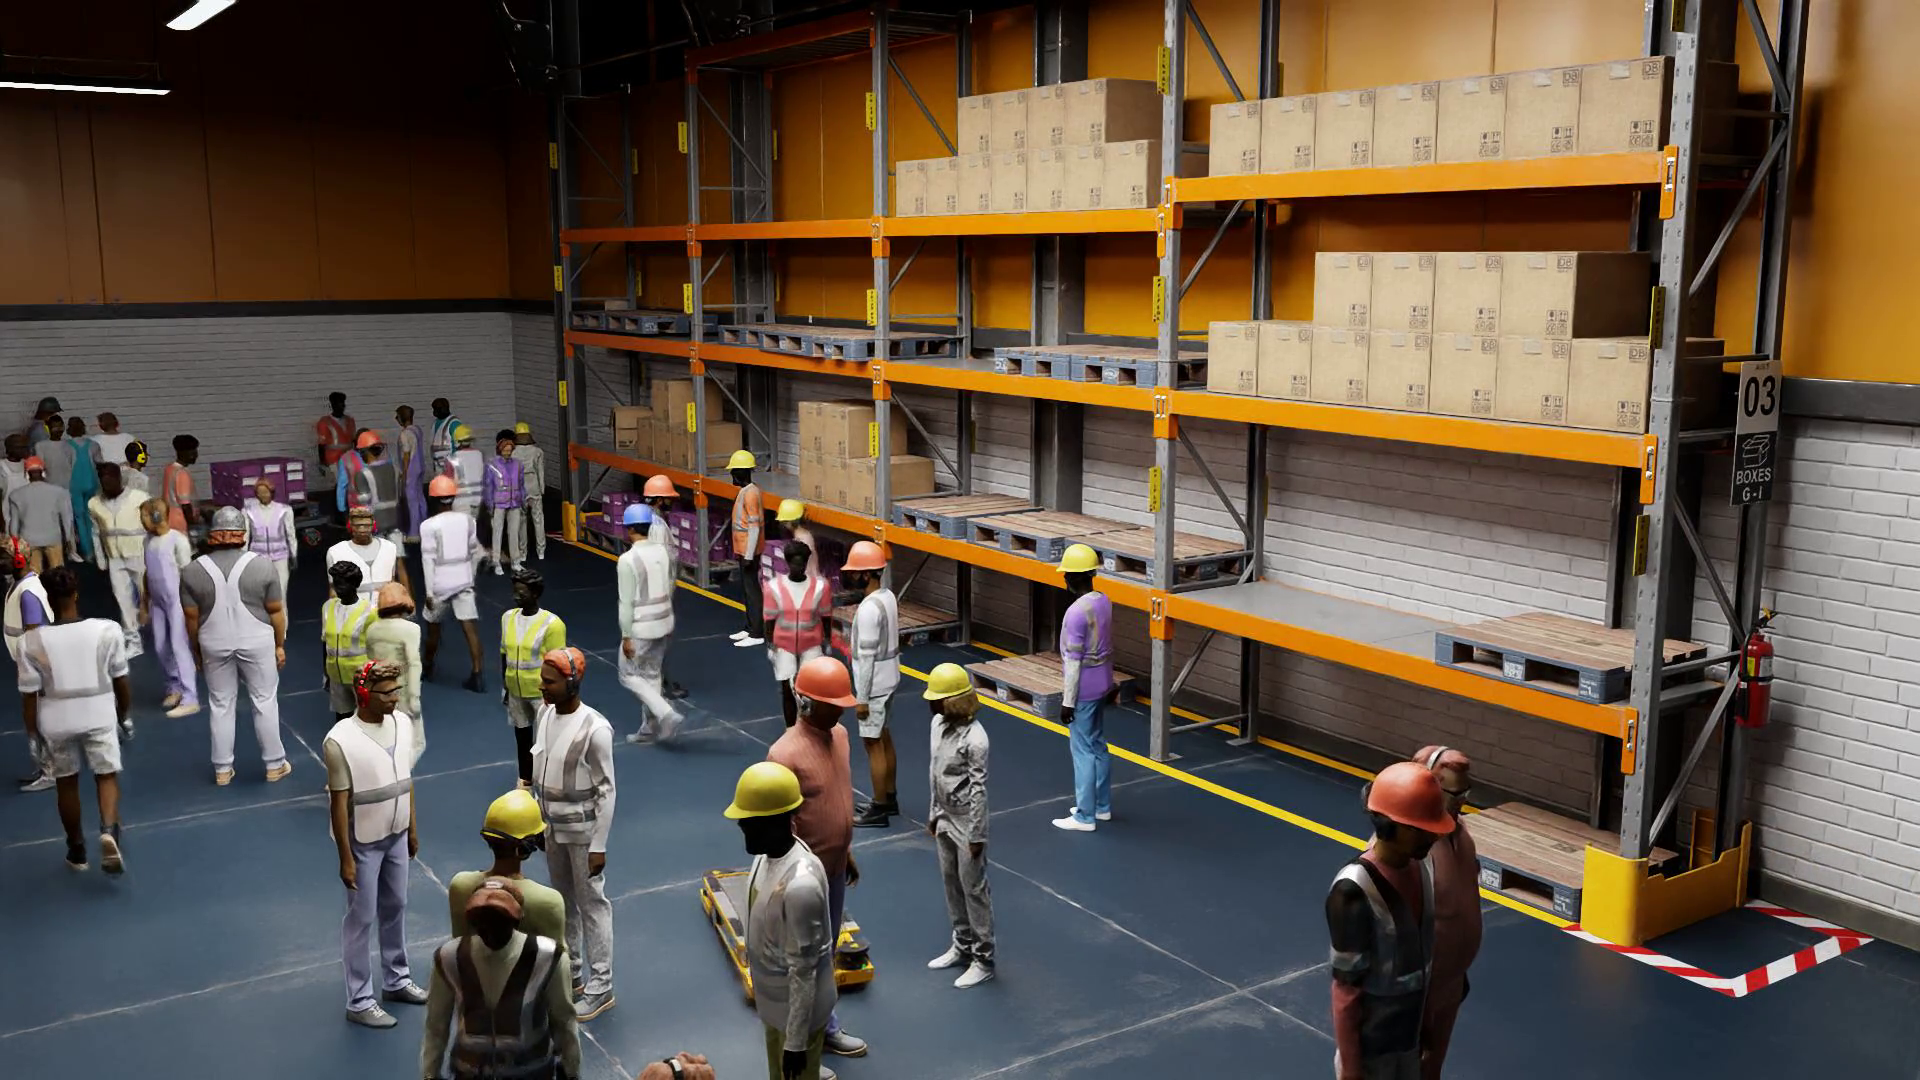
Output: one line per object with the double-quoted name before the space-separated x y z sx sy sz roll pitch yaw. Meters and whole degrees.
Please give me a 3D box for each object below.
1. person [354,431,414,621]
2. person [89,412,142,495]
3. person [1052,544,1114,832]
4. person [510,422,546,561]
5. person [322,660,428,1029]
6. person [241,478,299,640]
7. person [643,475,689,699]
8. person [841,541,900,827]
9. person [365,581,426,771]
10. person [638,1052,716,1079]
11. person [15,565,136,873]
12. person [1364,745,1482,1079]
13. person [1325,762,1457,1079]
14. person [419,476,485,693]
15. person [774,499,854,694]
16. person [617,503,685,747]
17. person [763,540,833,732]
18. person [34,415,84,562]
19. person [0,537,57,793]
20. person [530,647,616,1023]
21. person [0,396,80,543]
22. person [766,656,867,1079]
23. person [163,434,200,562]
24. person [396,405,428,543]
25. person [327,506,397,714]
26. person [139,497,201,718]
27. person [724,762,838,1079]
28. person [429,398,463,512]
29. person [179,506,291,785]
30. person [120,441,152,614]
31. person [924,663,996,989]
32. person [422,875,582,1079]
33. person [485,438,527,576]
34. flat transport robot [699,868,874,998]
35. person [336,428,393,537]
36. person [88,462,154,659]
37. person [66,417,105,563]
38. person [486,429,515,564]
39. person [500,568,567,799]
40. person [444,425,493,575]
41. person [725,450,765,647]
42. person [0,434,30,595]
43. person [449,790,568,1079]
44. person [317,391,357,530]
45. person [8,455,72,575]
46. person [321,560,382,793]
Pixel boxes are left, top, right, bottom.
"person" -6.133 -0.150 17.464 1.030 1.980 0.603 6 11 32
"person" -10.819 -0.732 21.364 0.649 1.819 0.553 -8 13 -39
"person" 0.814 0.978 11.056 0.399 1.919 0.582 4 11 23
"person" -5.454 -0.607 20.878 0.500 1.738 0.338 -6 12 -33
"person" -2.914 1.490 8.278 0.394 1.836 0.560 4 10 20
"person" -6.929 0.167 16.716 0.555 1.611 0.714 -3 10 -17
"person" -2.576 0.402 14.355 0.351 1.941 0.545 -4 10 -22
"person" -0.598 0.963 11.110 0.381 1.932 0.544 2 10 12
"person" -3.857 1.092 11.261 0.547 1.602 0.539 5 11 28
"person" -0.791 2.212 4.611 0.310 1.638 0.523 -7 12 -37
"person" -5.379 1.114 10.155 0.627 1.947 0.690 -6 11 -30
"person" 1.853 1.740 6.608 0.410 1.905 0.641 8 13 41
"person" 1.557 1.779 6.020 0.410 2.032 0.609 9 13 42
"person" -4.528 0.374 14.680 0.996 1.881 0.575 9 13 43
"person" -1.234 0.493 14.409 0.713 1.733 0.539 0 10 2
"person" -2.388 0.678 12.819 0.573 1.915 0.609 5 11 28
"person" -1.242 0.809 12.748 0.533 1.677 0.414 -1 10 -7
"person" -11.126 -0.621 20.571 0.316 1.867 0.531 7 12 35
"person" -6.602 0.877 11.887 0.387 1.837 0.560 -7 12 -35
"person" -1.947 1.458 8.324 0.573 1.883 0.355 9 13 42
"person" -12.167 -0.933 21.896 1.055 2.000 0.692 -9 13 -42
"person" -0.657 1.510 7.719 0.389 1.986 0.608 4 11 24
"person" -8.313 -0.185 17.886 0.490 1.932 0.731 -8 12 -38
"person" -7.311 -0.879 22.152 0.345 1.845 0.506 1 10 8
"person" -4.746 0.633 13.288 0.574 1.840 0.375 -9 13 -43
"person" -6.589 0.542 13.885 0.556 1.835 0.435 4 11 24
"person" -0.681 1.776 6.369 0.402 1.919 0.582 -4 10 -21
"person" -7.250 -1.093 23.458 0.637 1.833 0.429 8 13 40
"person" -5.216 0.748 12.030 0.680 2.000 0.537 -2 10 -13
"person" -8.678 -0.113 17.623 0.509 1.860 0.334 6 11 32
"person" -0.020 1.477 8.681 0.374 1.729 0.482 -5 11 -29
"person" -1.672 1.986 6.017 0.544 1.619 0.546 0 10 0
"person" -5.448 -0.404 19.971 0.510 1.639 0.308 -9 13 -44
"flat transport robot" -0.989 2.113 9.202 0.652 0.197 1.431 -3 10 -19
"person" -6.905 -0.396 19.370 0.653 1.832 0.514 -4 11 -24
"person" -7.924 0.160 15.909 0.646 1.890 0.656 -1 10 -4
"person" -11.079 -0.643 20.900 0.940 1.800 0.526 9 13 43
"person" -5.701 -0.538 20.639 0.390 1.682 0.537 -6 11 -31
"person" -2.928 1.029 11.389 0.536 1.696 0.318 4 11 23
"person" -5.880 -0.481 19.964 0.827 1.804 0.593 8 13 40
"person" -2.095 0.079 16.284 0.366 1.926 0.594 -2 10 -13
"person" -10.536 -0.271 18.614 0.348 1.839 0.504 4 11 24
"person" -1.733 1.834 6.483 0.522 1.762 0.337 3 10 19
"person" -8.617 -1.108 23.235 0.569 1.938 0.636 3 10 19
"person" -9.628 -0.018 17.426 0.581 1.727 0.456 -5 11 -28
"person" -4.284 0.969 11.750 0.532 1.693 0.319 3 10 18
